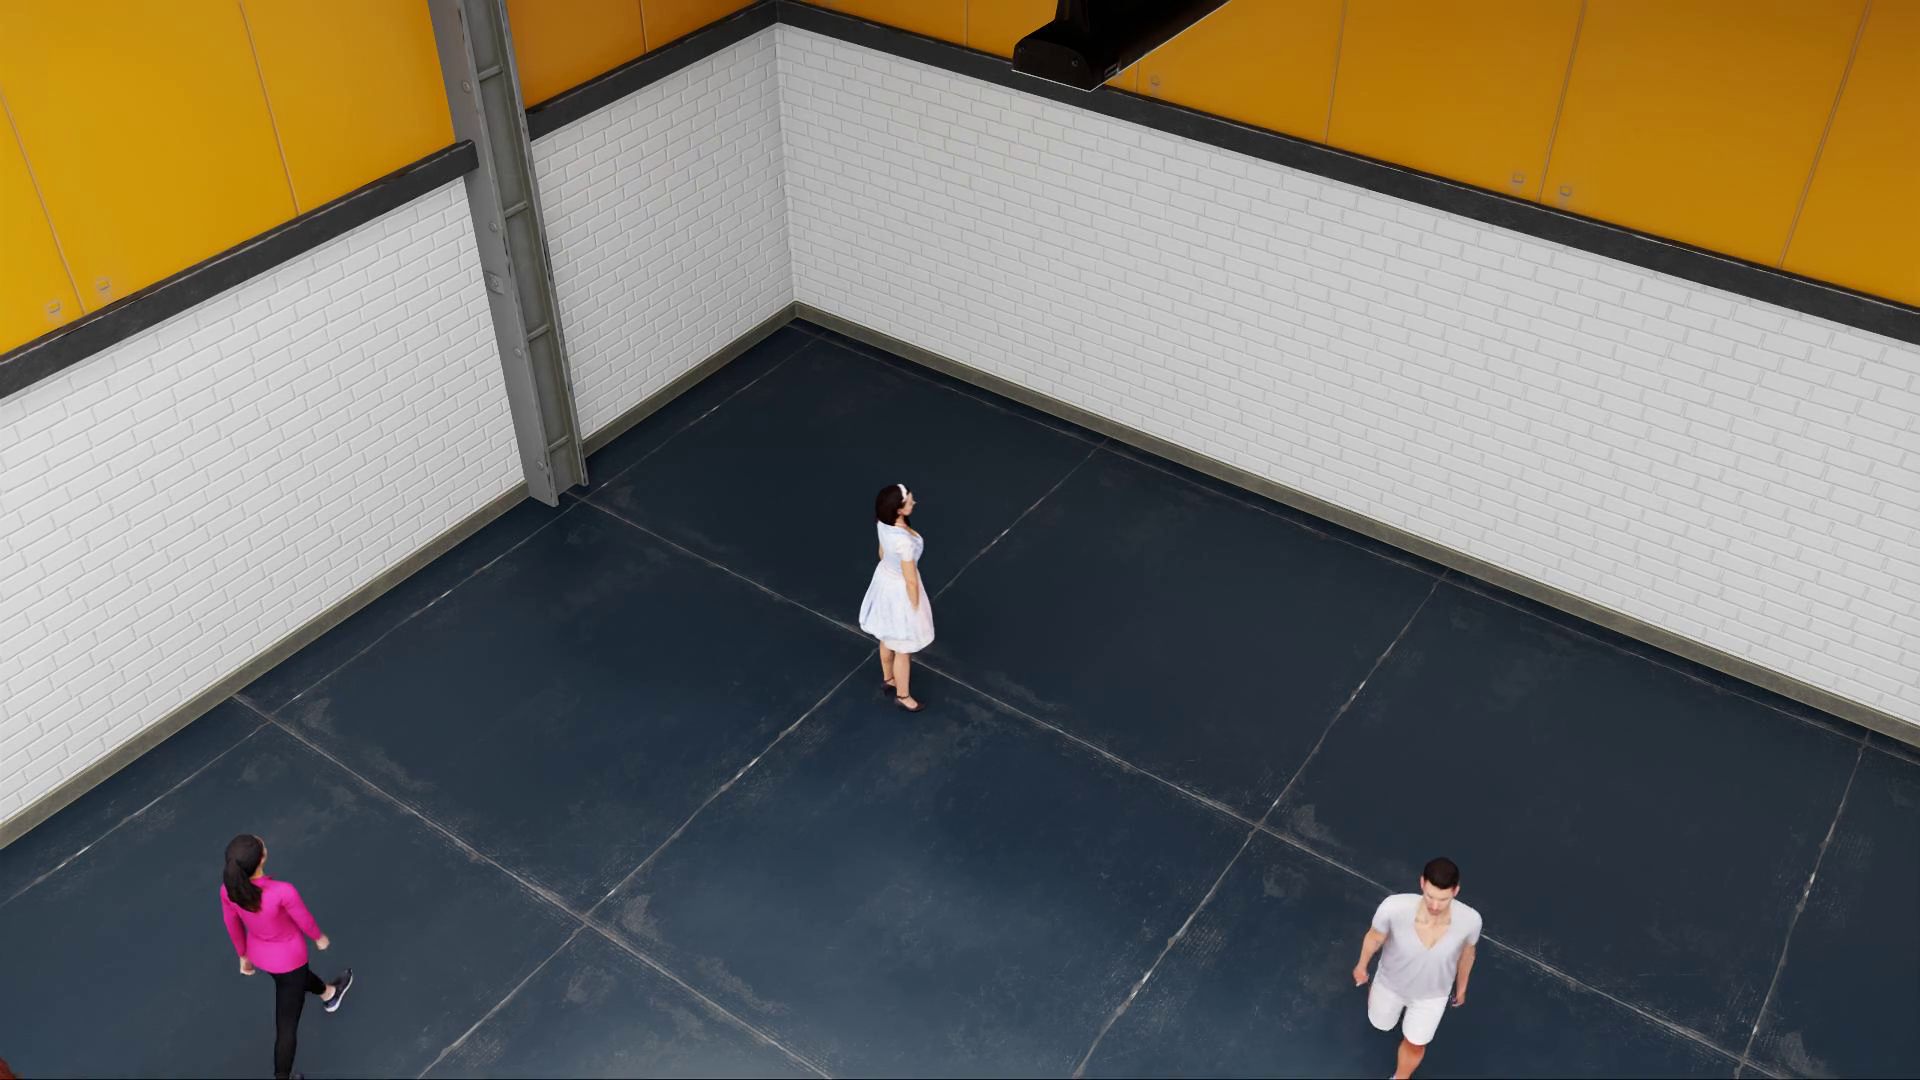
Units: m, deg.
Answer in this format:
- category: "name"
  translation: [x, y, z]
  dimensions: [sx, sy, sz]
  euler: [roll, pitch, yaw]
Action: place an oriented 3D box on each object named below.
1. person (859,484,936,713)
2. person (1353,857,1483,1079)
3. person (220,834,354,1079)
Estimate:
- category: "person"
  translation: [-0.408, 0.384, 10.941]
  dimensions: [0.883, 1.818, 0.841]
  euler: [-16, 41, -20]
- category: "person"
  translation: [2.367, 2.203, 8.659]
  dimensions: [0.976, 1.824, 1.158]
  euler: [5, 39, 7]
- category: "person"
  translation: [-3.599, 2.270, 8.715]
  dimensions: [0.871, 1.650, 1.217]
  euler: [7, 39, 8]
